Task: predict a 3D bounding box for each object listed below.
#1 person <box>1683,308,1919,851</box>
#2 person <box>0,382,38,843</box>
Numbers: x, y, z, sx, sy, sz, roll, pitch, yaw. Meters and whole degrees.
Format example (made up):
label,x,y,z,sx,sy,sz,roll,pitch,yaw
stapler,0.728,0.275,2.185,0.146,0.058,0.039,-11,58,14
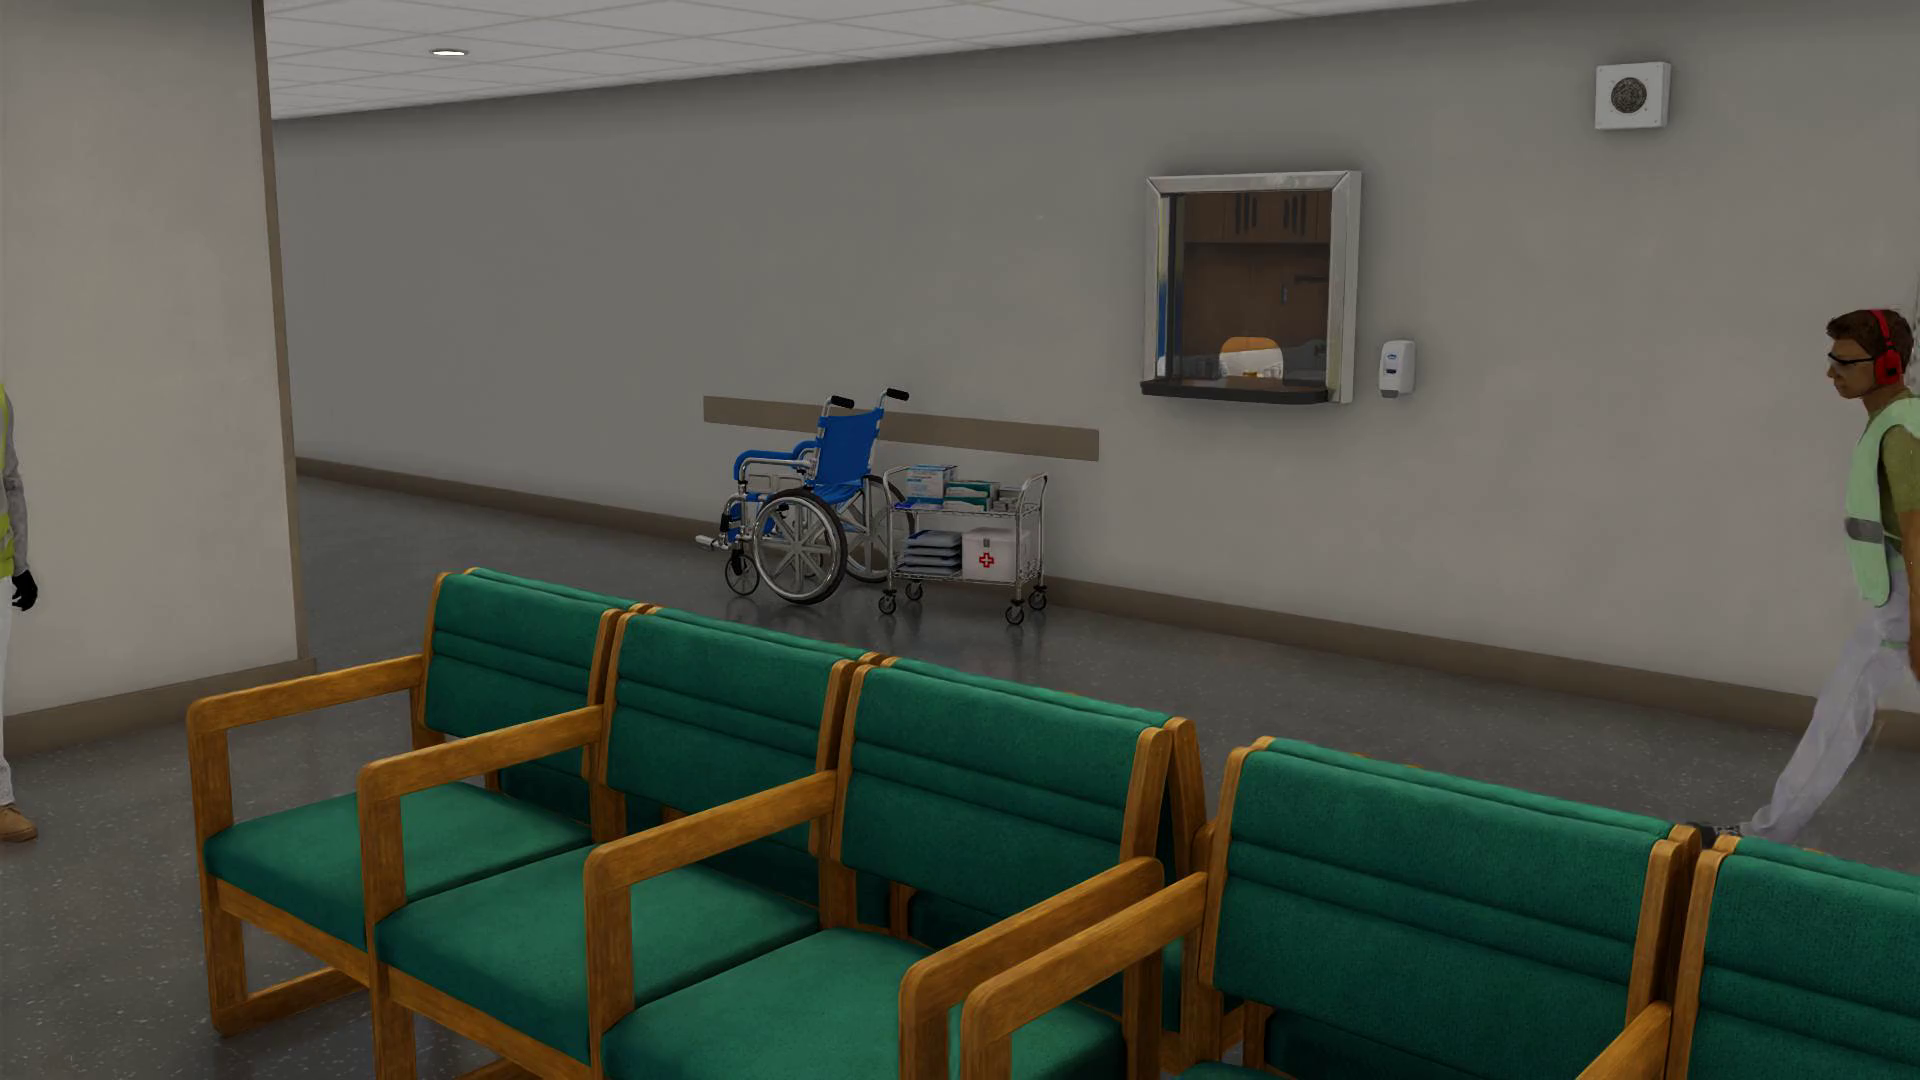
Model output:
label,x,y,z,sx,sy,sz,roll,pitch,yaw
person,2.820,0.195,5.064,1.011,1.770,0.667,6,11,29
person,-3.283,0.117,5.330,0.428,1.837,0.633,7,12,34
